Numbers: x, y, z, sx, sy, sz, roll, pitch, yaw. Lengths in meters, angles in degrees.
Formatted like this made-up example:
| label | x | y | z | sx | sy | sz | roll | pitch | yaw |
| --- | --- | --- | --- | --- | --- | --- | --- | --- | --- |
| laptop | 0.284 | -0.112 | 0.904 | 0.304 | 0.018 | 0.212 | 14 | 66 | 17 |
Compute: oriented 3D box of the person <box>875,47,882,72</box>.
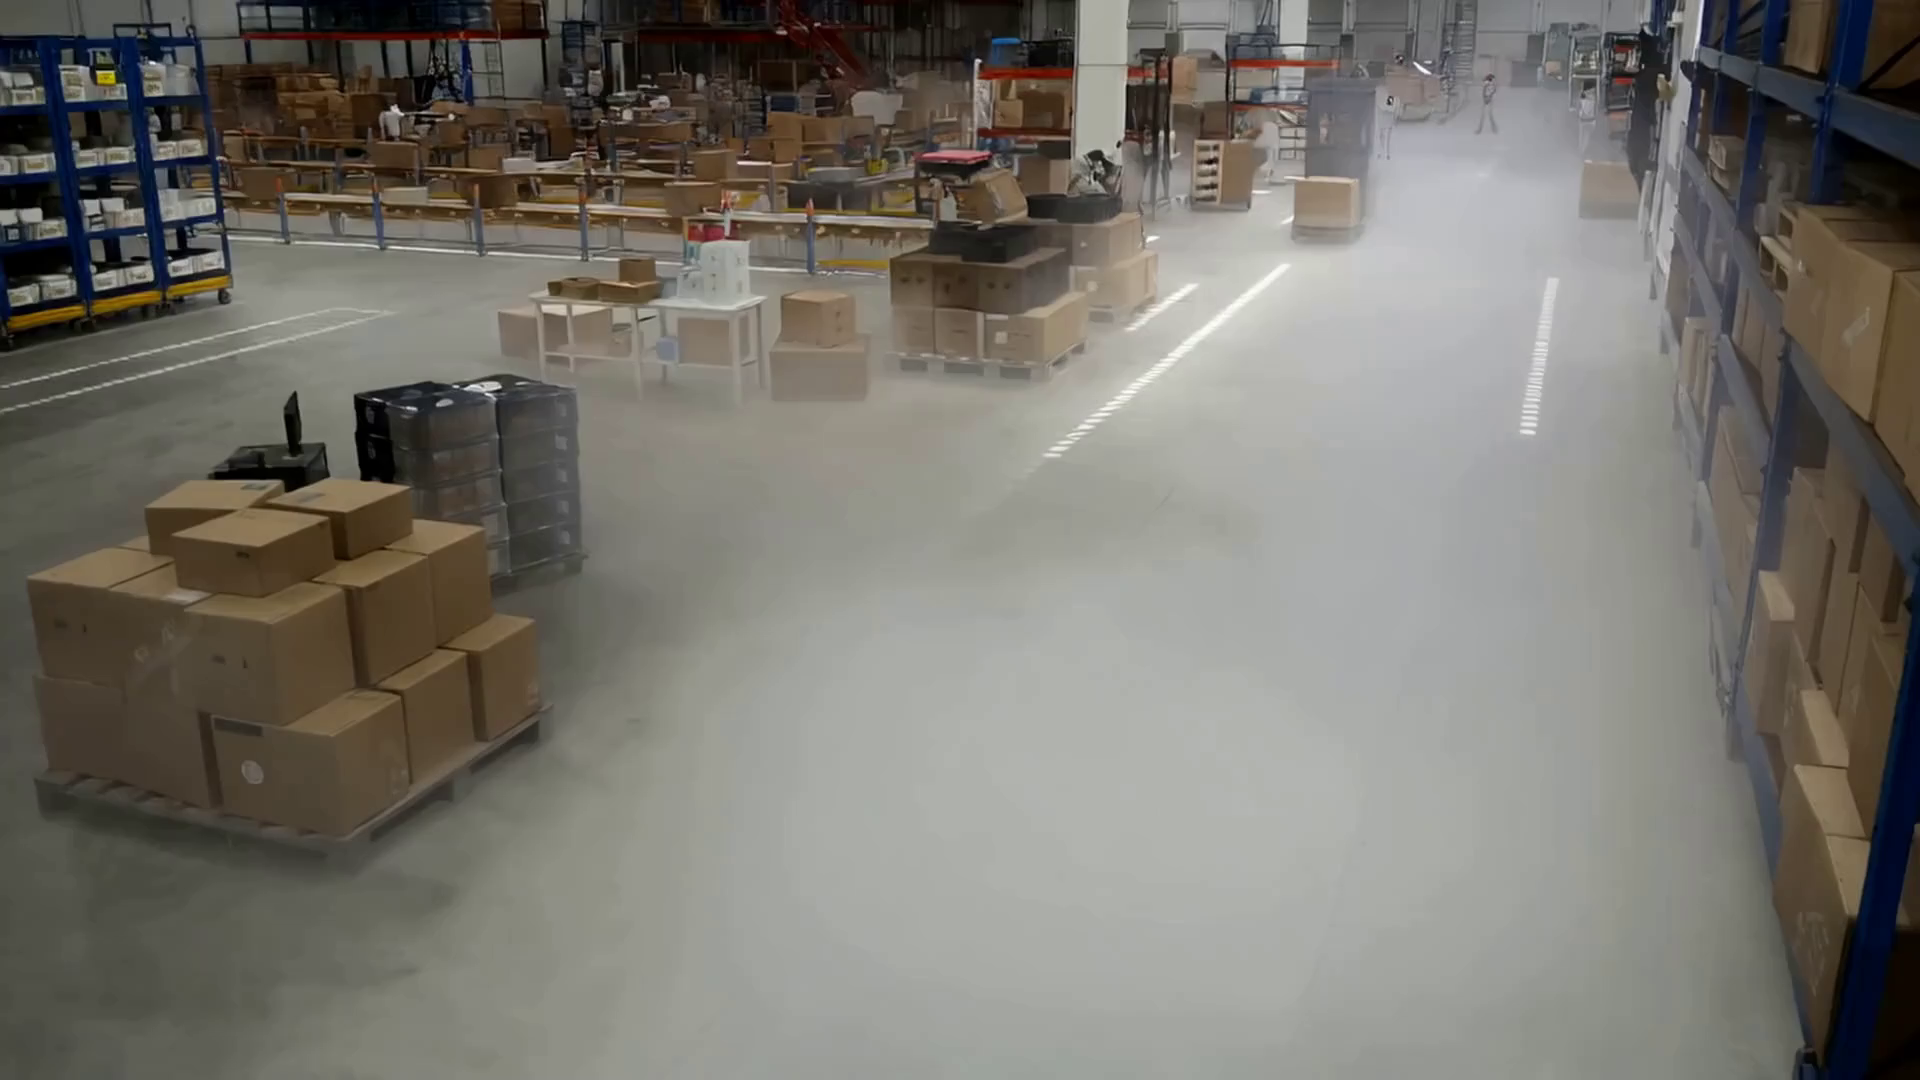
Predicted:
| label | x | y | z | sx | sy | sz | roll | pitch | yaw |
| --- | --- | --- | --- | --- | --- | --- | --- | --- | --- |
| person | -5.093 | -29.325 | 102.018 | 0.736 | 1.815 | 0.661 | 2 | 18 | 6 |

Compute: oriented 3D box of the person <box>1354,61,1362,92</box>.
| label | x | y | z | sx | sy | sz | roll | pitch | yaw |
| --- | --- | --- | --- | --- | --- | --- | --- | --- | --- |
| person | 16.637 | -19.128 | 69.812 | 0.400 | 1.928 | 0.542 | 9 | 20 | 27 |

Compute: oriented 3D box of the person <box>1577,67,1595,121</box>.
| label | x | y | z | sx | sy | sz | roll | pitch | yaw |
| --- | --- | --- | --- | --- | --- | --- | --- | --- | --- |
| person | 23.027 | -16.408 | 61.223 | 0.606 | 1.955 | 0.382 | 4 | 18 | 13 |

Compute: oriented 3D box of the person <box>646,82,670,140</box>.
| label | x | y | z | sx | sy | sz | roll | pitch | yaw |
| --- | --- | --- | --- | --- | --- | --- | --- | --- | --- |
| person | -8.480 | -11.831 | 46.771 | 0.644 | 2.009 | 0.537 | -7 | 19 | -20 |

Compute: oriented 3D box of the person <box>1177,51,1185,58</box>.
| label | x | y | z | sx | sy | sz | roll | pitch | yaw |
| --- | --- | --- | --- | --- | --- | --- | --- | --- | --- |
| person | 11.995 | -25.477 | 89.903 | 0.622 | 1.839 | 0.429 | -12 | 21 | -34 |

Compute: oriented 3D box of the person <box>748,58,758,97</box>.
| label | x | y | z | sx | sy | sz | roll | pitch | yaw |
| --- | --- | --- | --- | --- | --- | --- | --- | --- | --- |
| person | -9.488 | -21.201 | 76.488 | 0.568 | 1.830 | 0.507 | -9 | 20 | -25 |

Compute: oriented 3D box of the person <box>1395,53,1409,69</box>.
| label | x | y | z | sx | sy | sz | roll | pitch | yaw |
| --- | --- | --- | --- | --- | --- | --- | --- | --- | --- |
| person | 20.919 | -22.140 | 79.085 | 1.030 | 2.000 | 0.702 | -10 | 20 | -29 |

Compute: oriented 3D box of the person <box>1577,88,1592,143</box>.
| label | x | y | z | sx | sy | sz | roll | pitch | yaw |
| --- | --- | --- | --- | --- | --- | --- | --- | --- | --- |
| person | 19.318 | -13.122 | 51.400 | 0.306 | 1.640 | 0.522 | -1 | 18 | -3 |

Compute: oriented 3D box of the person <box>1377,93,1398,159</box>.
| label | x | y | z | sx | sy | sz | roll | pitch | yaw |
| --- | --- | --- | --- | --- | --- | --- | --- | --- | --- |
| person | 11.705 | -11.328 | 45.559 | 0.533 | 1.767 | 0.326 | 0 | 18 | -1 |

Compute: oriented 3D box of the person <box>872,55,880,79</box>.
| label | x | y | z | sx | sy | sz | roll | pitch | yaw |
| --- | --- | --- | --- | --- | --- | --- | --- | --- | --- |
| person | -3.959 | -22.061 | 79.067 | 0.457 | 1.897 | 0.636 | -10 | 20 | -30 |

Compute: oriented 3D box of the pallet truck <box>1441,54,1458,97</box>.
| label | x | y | z | sx | sy | sz | roll | pitch | yaw |
| --- | --- | --- | --- | --- | --- | --- | --- | --- | --- |
| pallet truck | 22.765 | -21.886 | 78.355 | 0.823 | 1.965 | 1.885 | -4 | 18 | -14 |

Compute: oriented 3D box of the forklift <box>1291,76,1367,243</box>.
| label | x | y | z | sx | sy | sz | roll | pitch | yaw |
| --- | --- | --- | --- | --- | --- | --- | --- | --- | --- |
| forklift | 6.598 | -6.755 | 29.381 | 1.129 | 2.768 | 1.873 | 6 | 19 | 19 |

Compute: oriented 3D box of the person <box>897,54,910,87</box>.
| label | x | y | z | sx | sy | sz | roll | pitch | yaw |
| --- | --- | --- | --- | --- | --- | --- | --- | --- | --- |
| person | -2.624 | -21.612 | 77.513 | 0.638 | 1.984 | 0.441 | 4 | 18 | 11 |

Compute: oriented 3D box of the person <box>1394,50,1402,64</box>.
| label | x | y | z | sx | sy | sz | roll | pitch | yaw |
| --- | --- | --- | --- | --- | --- | --- | --- | --- | --- |
| person | 23.750 | -25.566 | 90.119 | 0.524 | 1.876 | 0.325 | 7 | 19 | 21 |

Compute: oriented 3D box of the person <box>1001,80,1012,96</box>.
| label | x | y | z | sx | sy | sz | roll | pitch | yaw |
| --- | --- | --- | --- | --- | --- | --- | --- | --- | --- |
| person | 1.562 | -15.667 | 58.982 | 0.980 | 1.879 | 0.589 | -10 | 20 | -30 |

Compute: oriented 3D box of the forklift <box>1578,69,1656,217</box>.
| label | x | y | z | sx | sy | sz | roll | pitch | yaw |
| --- | --- | --- | --- | --- | --- | --- | --- | --- | --- |
| forklift | 13.219 | -7.740 | 32.475 | 1.873 | 2.768 | 1.129 | 6 | 19 | 18 |

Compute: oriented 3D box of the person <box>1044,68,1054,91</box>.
| label | x | y | z | sx | sy | sz | roll | pitch | yaw |
| --- | --- | --- | --- | --- | --- | --- | --- | --- | --- |
| person | 4.076 | -21.399 | 77.118 | 1.009 | 1.832 | 0.586 | -5 | 18 | -16 |

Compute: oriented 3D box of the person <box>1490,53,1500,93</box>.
| label | x | y | z | sx | sy | sz | roll | pitch | yaw |
| --- | --- | --- | --- | --- | --- | --- | --- | --- | --- |
| person | 26.610 | -23.221 | 82.660 | 0.364 | 1.928 | 0.594 | -7 | 19 | -21 |

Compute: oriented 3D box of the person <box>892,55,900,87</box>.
| label | x | y | z | sx | sy | sz | roll | pitch | yaw |
| --- | --- | --- | --- | --- | --- | --- | --- | --- | --- |
| person | -2.951 | -22.151 | 79.308 | 0.572 | 1.921 | 0.438 | 0 | 18 | 1 |

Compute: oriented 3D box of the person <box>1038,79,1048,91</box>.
| label | x | y | z | sx | sy | sz | roll | pitch | yaw |
| --- | --- | --- | --- | --- | --- | --- | --- | --- | --- |
| person | 3.894 | -21.719 | 78.339 | 0.619 | 1.685 | 0.350 | -6 | 19 | -19 |

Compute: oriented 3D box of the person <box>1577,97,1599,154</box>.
| label | x | y | z | sx | sy | sz | roll | pitch | yaw |
| --- | --- | --- | --- | --- | --- | --- | --- | --- | --- |
| person | 17.804 | -11.764 | 47.199 | 0.528 | 1.599 | 0.845 | 6 | 18 | 17 |

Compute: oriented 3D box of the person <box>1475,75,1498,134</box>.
| label | x | y | z | sx | sy | sz | roll | pitch | yaw |
| --- | --- | --- | --- | --- | --- | --- | --- | --- | --- |
| person | 17.457 | -14.383 | 54.932 | 0.926 | 1.909 | 0.542 | -14 | 22 | -37 |

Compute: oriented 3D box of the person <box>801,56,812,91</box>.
| label | x | y | z | sx | sy | sz | roll | pitch | yaw |
| --- | --- | --- | --- | --- | --- | --- | --- | --- | --- |
| person | -7.424 | -22.179 | 79.520 | 0.624 | 1.846 | 0.817 | 11 | 21 | 32 |

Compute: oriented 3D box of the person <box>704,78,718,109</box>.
| label | x | y | z | sx | sy | sz | roll | pitch | yaw |
| --- | --- | --- | --- | --- | --- | --- | --- | --- | --- |
| person | -8.328 | -14.460 | 55.343 | 0.613 | 1.797 | 0.634 | 7 | 19 | 21 |

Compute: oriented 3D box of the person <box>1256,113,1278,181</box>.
| label | x | y | z | sx | sy | sz | roll | pitch | yaw |
| --- | --- | --- | --- | --- | --- | --- | --- | --- | --- |
| person | 7.315 | -9.318 | 39.478 | 0.572 | 1.615 | 0.514 | -6 | 19 | -19 |

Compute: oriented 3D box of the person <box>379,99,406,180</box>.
| label | x | y | z | sx | sy | sz | roll | pitch | yaw |
| --- | --- | --- | --- | --- | --- | --- | --- | --- | --- |
| person | -13.578 | -9.606 | 39.941 | 0.400 | 1.901 | 0.645 | 16 | 24 | 41 |

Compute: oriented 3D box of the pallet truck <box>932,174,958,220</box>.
| label | x | y | z | sx | sy | sz | roll | pitch | yaw |
| --- | --- | --- | --- | --- | --- | --- | --- | --- | --- |
| pallet truck | -0.507 | -5.292 | 27.348 | 0.653 | 1.274 | 1.630 | 6 | 19 | 19 |

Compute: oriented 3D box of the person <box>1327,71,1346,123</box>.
| label | x | y | z | sx | sy | sz | roll | pitch | yaw |
| --- | --- | --- | --- | --- | --- | --- | --- | --- | --- |
| person | 13.647 | -15.977 | 60.058 | 0.830 | 1.840 | 0.515 | 8 | 19 | 23 |
